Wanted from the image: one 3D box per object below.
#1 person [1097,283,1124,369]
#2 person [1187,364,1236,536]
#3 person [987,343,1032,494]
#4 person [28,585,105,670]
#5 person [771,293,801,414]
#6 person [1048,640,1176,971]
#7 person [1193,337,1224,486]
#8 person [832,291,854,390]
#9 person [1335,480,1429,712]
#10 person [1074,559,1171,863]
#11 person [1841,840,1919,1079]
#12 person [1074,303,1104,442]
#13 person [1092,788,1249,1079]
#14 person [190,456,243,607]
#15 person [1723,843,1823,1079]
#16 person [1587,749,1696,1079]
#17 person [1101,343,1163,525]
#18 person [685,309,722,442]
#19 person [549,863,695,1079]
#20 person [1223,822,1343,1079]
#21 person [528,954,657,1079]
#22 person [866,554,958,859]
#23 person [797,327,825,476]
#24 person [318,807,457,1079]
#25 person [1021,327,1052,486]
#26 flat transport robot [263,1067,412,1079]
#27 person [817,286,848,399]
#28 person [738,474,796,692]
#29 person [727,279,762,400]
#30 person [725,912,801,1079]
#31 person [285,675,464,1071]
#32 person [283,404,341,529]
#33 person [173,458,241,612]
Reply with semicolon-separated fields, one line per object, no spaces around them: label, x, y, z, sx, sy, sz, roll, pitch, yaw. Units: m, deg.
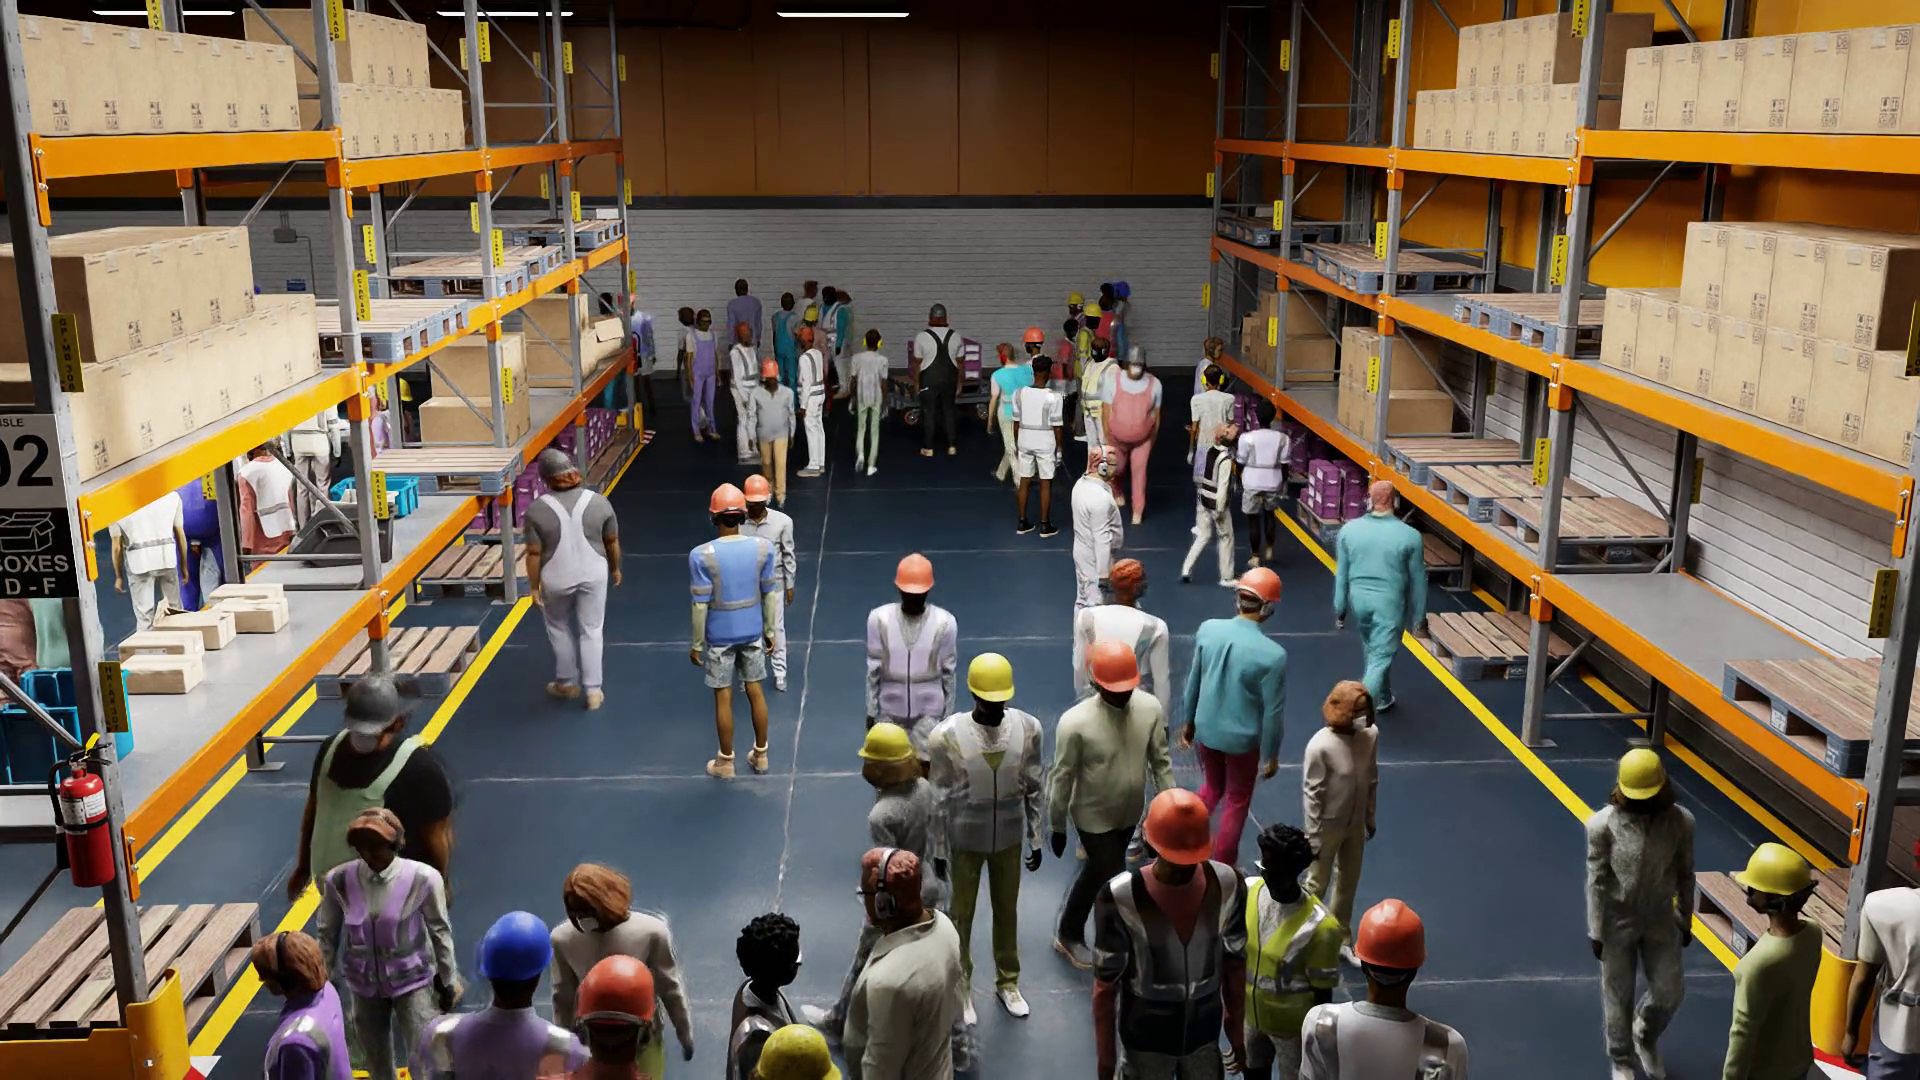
person;2.328;-3.153;26.425;0.607;1.873;0.480;-6;16;-24
person;2.696;-0.961;17.847;0.519;1.865;0.326;-1;14;-3
person;0.550;-1.470;19.979;0.588;1.792;0.939;-10;17;-34
person;-5.737;0.817;10.751;0.628;1.926;0.386;10;17;34
person;-2.617;-2.828;25.239;0.501;1.839;0.346;6;15;21
person;0.783;1.410;8.425;0.609;1.923;1.066;-10;17;-34
person;3.018;-1.562;20.274;0.351;1.834;0.518;0;14;-1
person;-1.921;-3.300;27.487;0.288;1.633;0.497;-9;17;-32
person;3.082;0.485;12.201;0.663;1.852;0.980;11;18;36
person;0.965;1.035;9.983;0.606;1.875;0.413;5;15;20
person;3.740;1.957;6.447;0.562;1.836;0.388;5;15;19
person;1.794;-2.327;23.105;0.404;1.918;0.589;4;15;14
person;0.810;1.886;6.345;0.613;2.031;0.410;-3;15;-13
person;-6.408;-0.094;14.363;0.402;1.908;0.598;8;16;29
person;3.088;2.004;6.415;0.525;1.760;0.341;-12;18;-39
person;3.072;1.745;7.545;0.510;1.710;0.339;1;14;2
person;1.912;-1.231;18.552;0.685;2.000;0.790;1;14;6
person;-3.550;-2.286;23.097;0.505;1.840;0.346;-12;18;-38
person;-1.346;2.029;6.618;0.561;1.601;0.413;0;14;2
person;1.303;1.941;6.796;0.319;1.694;0.535;-11;18;-37
person;-1.089;2.258;5.020;0.666;1.954;0.784;0;14;-1
person;-0.287;0.984;10.084;0.554;1.923;0.591;1;14;3
person;-1.875;-1.732;20.836;0.358;1.881;0.574;4;15;15
person;-2.408;1.919;7.021;0.545;1.625;0.466;1;14;4
person;0.906;-1.630;20.321;0.377;1.936;0.549;7;16;26
flat transport robot;-2.752;2.613;6.988;0.652;0.197;1.431;-2;14;-7
person;-2.128;-3.104;26.373;0.636;1.802;0.904;13;19;42
person;-1.565;0.337;12.987;0.566;1.744;0.350;-1;14;-2
person;-3.415;-3.175;26.405;0.631;1.933;0.362;-11;18;-38
person;-0.701;2.141;6.017;0.320;1.694;0.536;-1;14;-5
person;-2.721;1.508;7.800;0.724;2.000;1.009;8;17;30
person;-6.918;-0.970;17.795;0.589;1.912;0.397;-2;14;-6
person;-6.503;-0.131;14.234;0.678;2.000;0.537;-4;15;-14
